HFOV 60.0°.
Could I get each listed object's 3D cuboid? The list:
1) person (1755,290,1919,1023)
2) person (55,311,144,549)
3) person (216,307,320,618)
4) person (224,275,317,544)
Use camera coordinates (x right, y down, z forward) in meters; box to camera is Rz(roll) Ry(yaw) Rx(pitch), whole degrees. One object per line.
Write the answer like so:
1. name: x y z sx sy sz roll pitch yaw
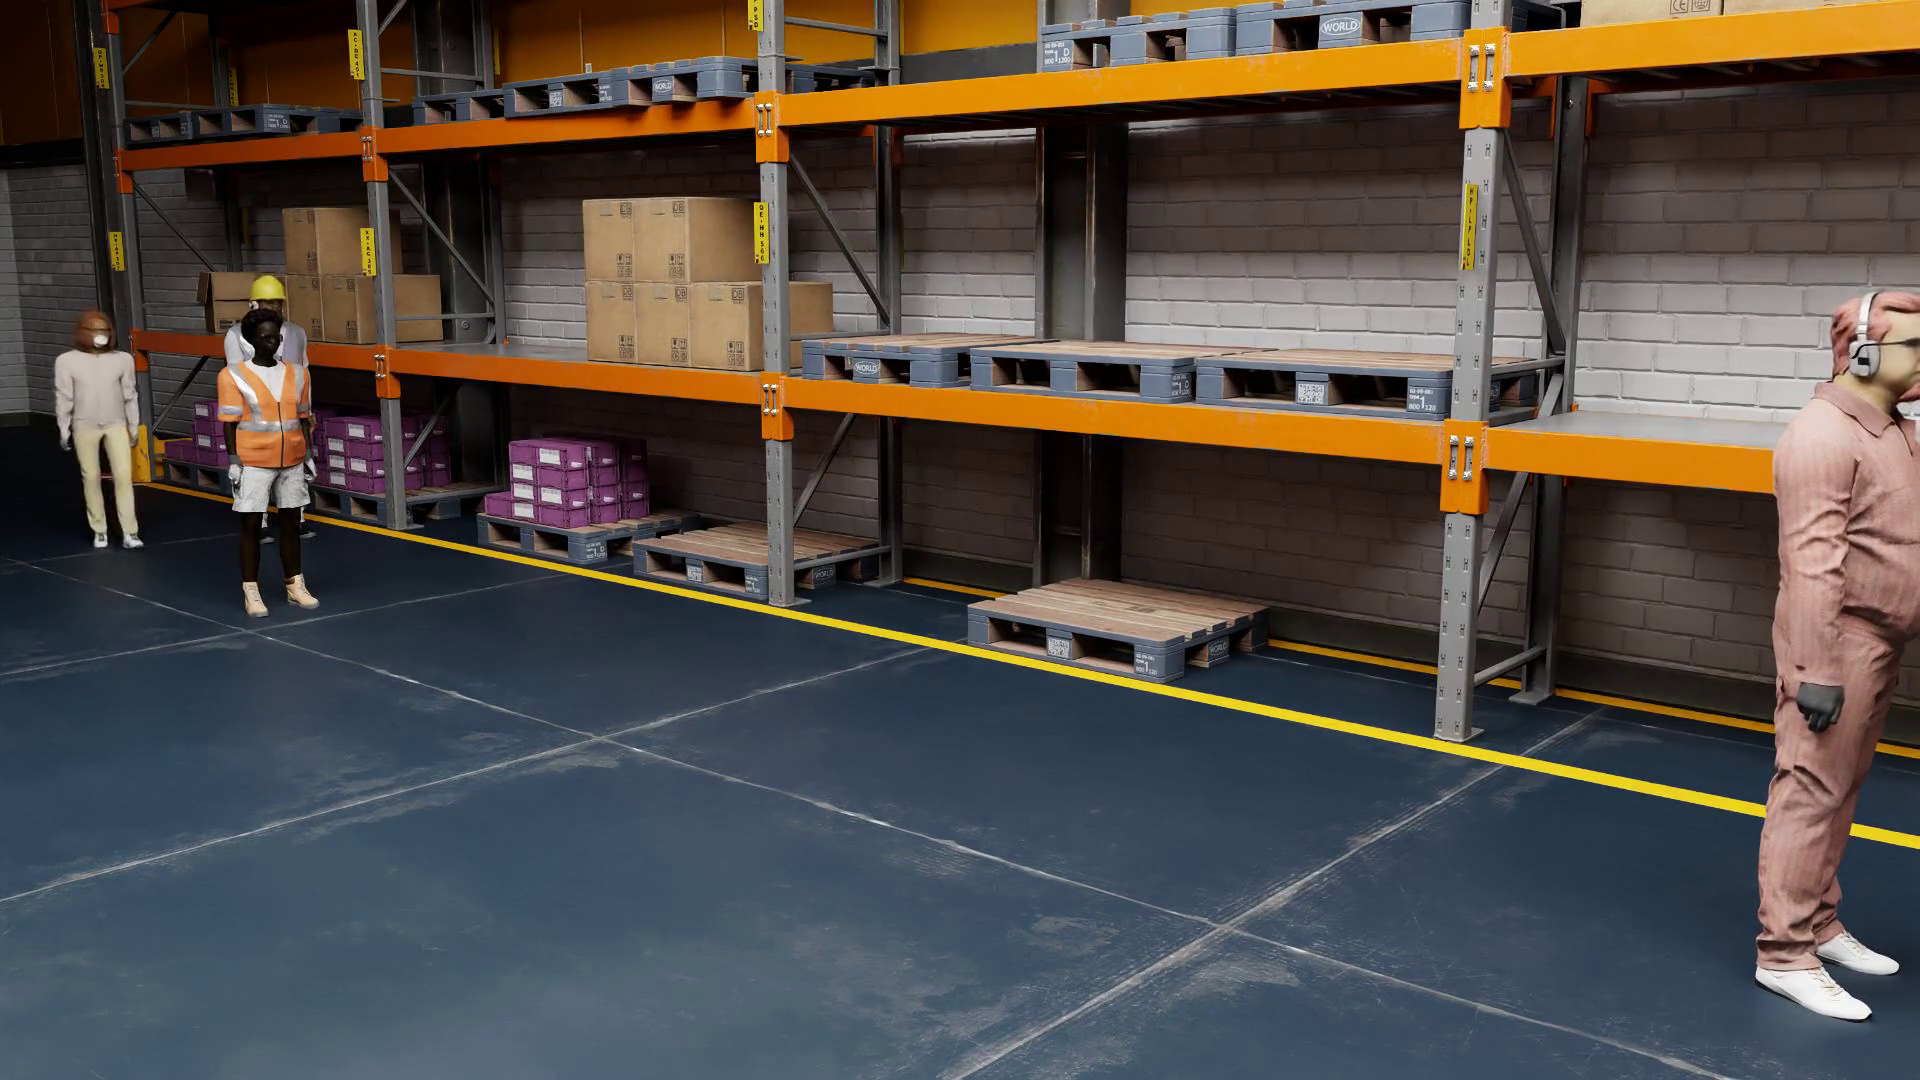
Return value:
1. person: 2.397 0.296 4.467 0.410 1.913 0.642 8 13 40
2. person: -5.704 -0.707 11.062 0.512 1.600 0.810 -7 12 -33
3. person: -3.819 -0.431 9.211 0.318 1.699 0.533 8 13 40
4. person: -4.739 -0.900 11.490 0.404 1.837 0.587 8 13 40
